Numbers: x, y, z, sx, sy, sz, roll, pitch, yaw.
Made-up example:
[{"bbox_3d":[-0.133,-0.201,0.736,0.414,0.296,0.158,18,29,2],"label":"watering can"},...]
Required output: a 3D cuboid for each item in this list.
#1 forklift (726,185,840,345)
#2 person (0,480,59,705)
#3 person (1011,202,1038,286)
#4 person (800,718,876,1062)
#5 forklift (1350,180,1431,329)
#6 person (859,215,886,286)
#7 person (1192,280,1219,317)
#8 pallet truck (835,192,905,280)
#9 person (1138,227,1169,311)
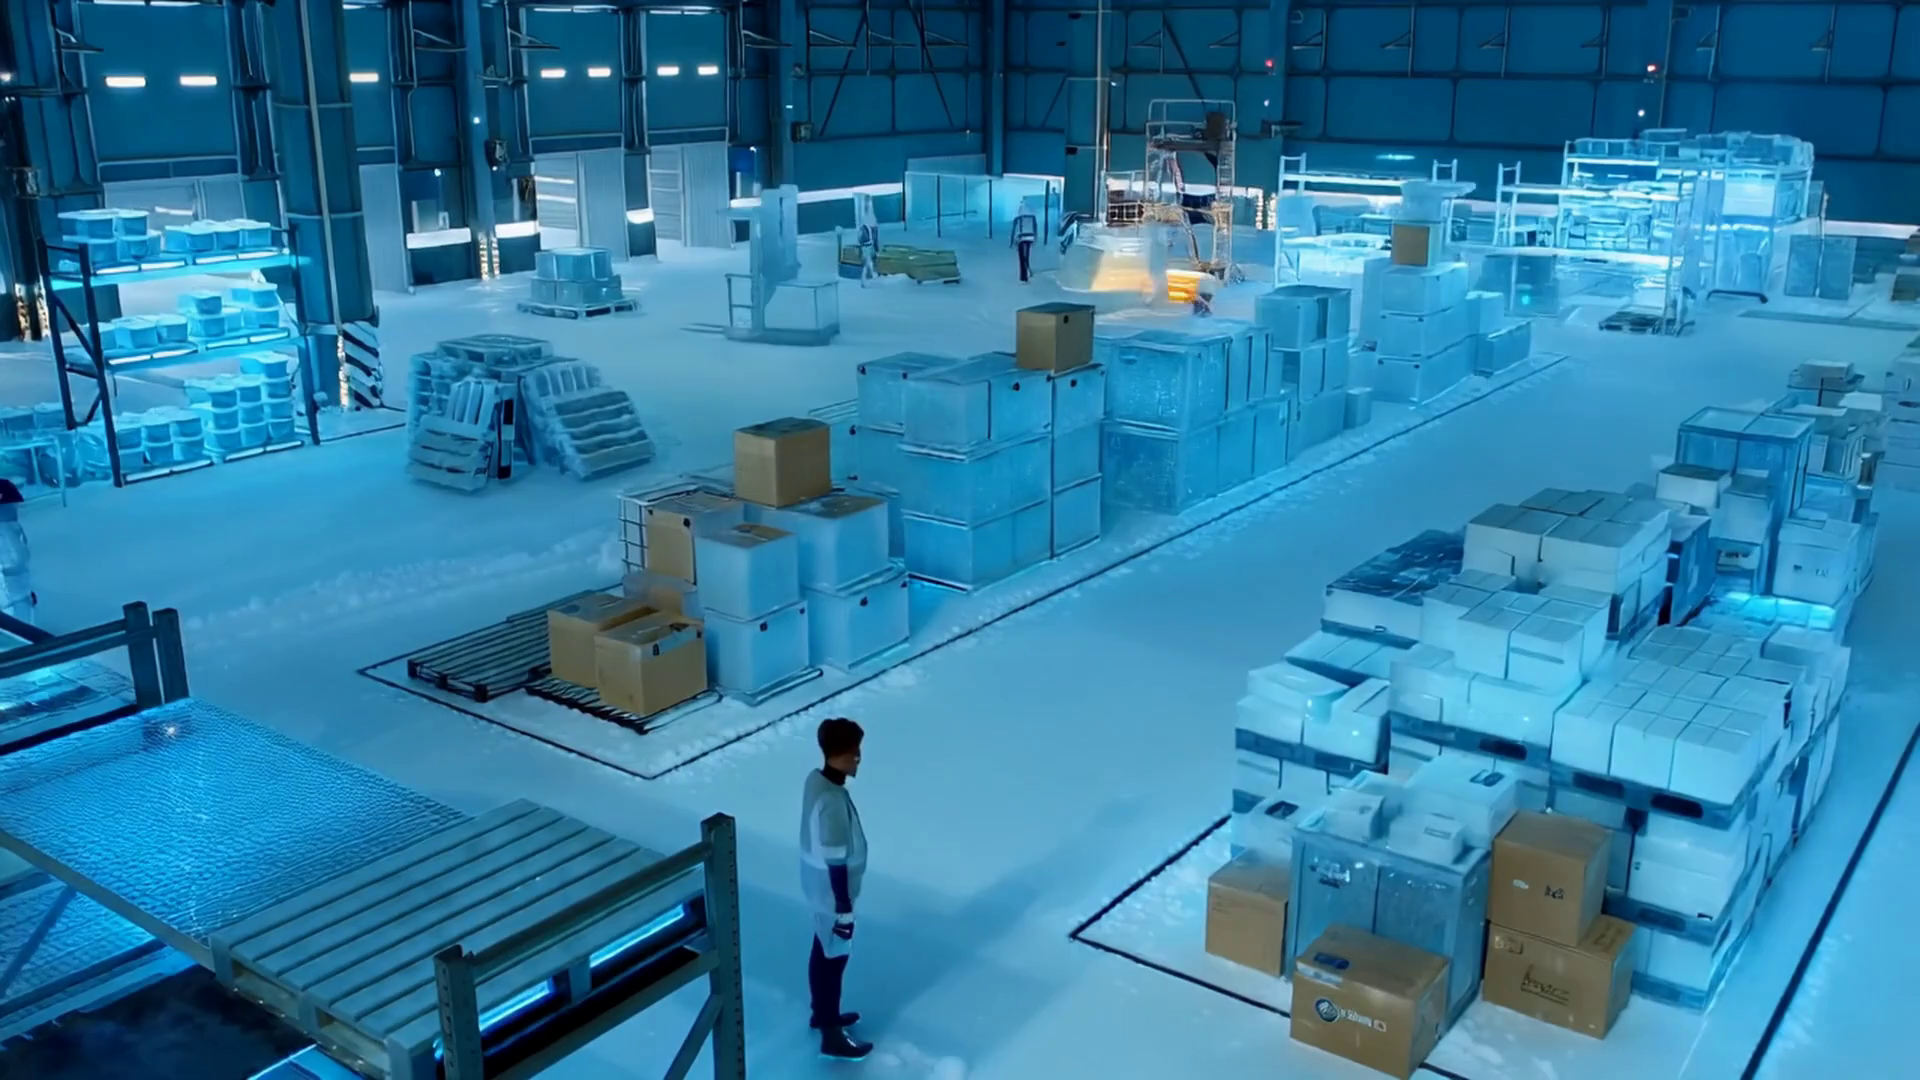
[{"bbox_3d":[-3.275,-5.106,30.683,1.873,2.768,1.129,6,18,21],"label":"forklift"},{"bbox_3d":[-7.926,0.429,13.975,0.370,1.925,0.594,-3,17,-11],"label":"person"},{"bbox_3d":[1.430,-6.709,37.707,0.613,1.867,0.526,-7,18,-22],"label":"person"},{"bbox_3d":[-0.686,1.887,9.086,0.368,1.963,0.609,-4,17,-13],"label":"person"},{"bbox_3d":[8.578,-5.417,31.710,1.873,2.768,1.129,10,19,29],"label":"forklift"},{"bbox_3d":[-1.965,-6.515,37.525,0.895,1.583,0.528,12,21,35],"label":"person"},{"bbox_3d":[3.711,-3.015,25.384,0.572,1.924,0.588,-3,17,-11],"label":"person"},{"bbox_3d":[-1.936,-7.159,38.982,1.885,1.965,0.823,-12,21,-34],"label":"pallet truck"},{"bbox_3d":[3.853,-5.162,32.504,0.649,1.920,0.645,7,18,21],"label":"person"}]
